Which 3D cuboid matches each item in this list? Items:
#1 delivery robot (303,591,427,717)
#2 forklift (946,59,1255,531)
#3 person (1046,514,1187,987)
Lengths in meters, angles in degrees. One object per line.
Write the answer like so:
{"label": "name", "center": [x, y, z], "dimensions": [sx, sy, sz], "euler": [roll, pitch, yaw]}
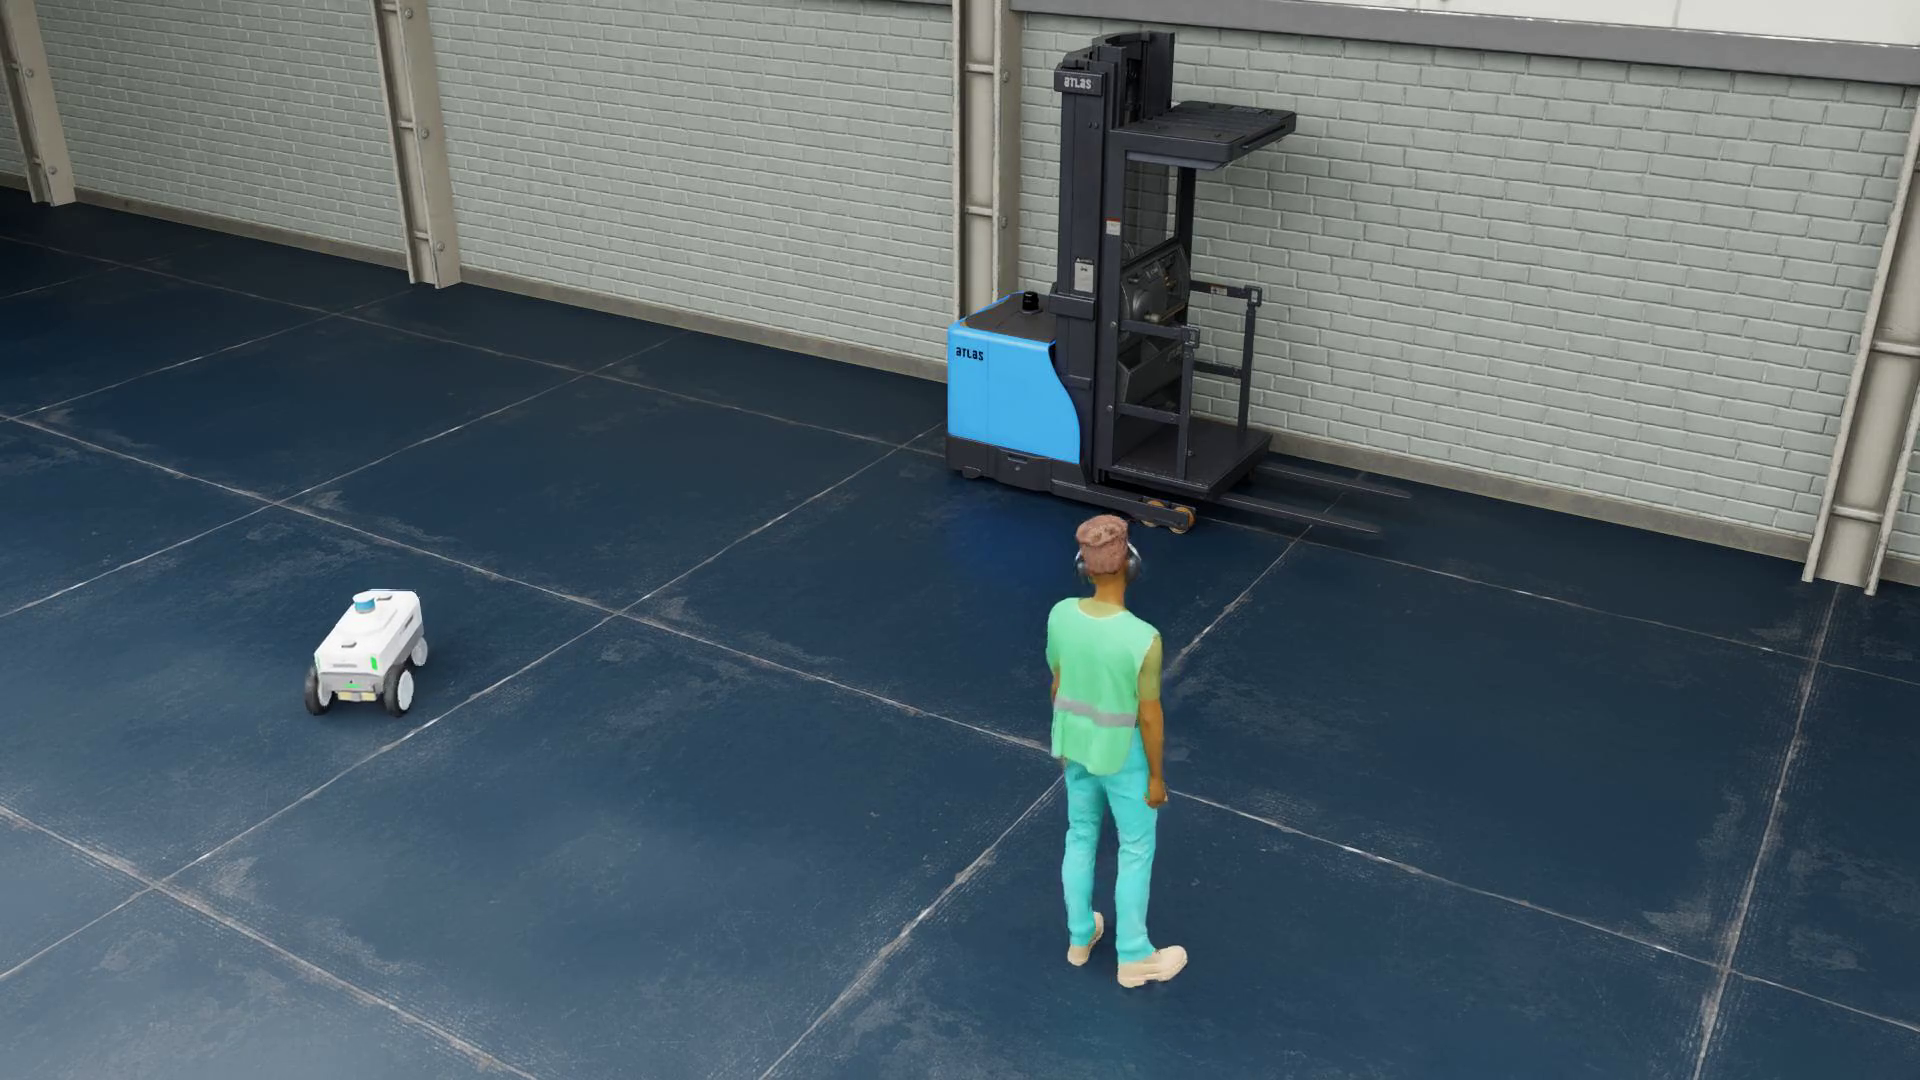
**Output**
{"label": "delivery robot", "center": [-3.088, 0.558, 8.726], "dimensions": [0.499, 0.580, 0.769], "euler": [1, 25, 2]}
{"label": "forklift", "center": [0.933, -1.707, 10.833], "dimensions": [1.873, 2.768, 1.129], "euler": [15, 29, 28]}
{"label": "person", "center": [0.601, 0.859, 6.487], "dimensions": [0.649, 1.958, 0.358], "euler": [18, 31, 34]}
